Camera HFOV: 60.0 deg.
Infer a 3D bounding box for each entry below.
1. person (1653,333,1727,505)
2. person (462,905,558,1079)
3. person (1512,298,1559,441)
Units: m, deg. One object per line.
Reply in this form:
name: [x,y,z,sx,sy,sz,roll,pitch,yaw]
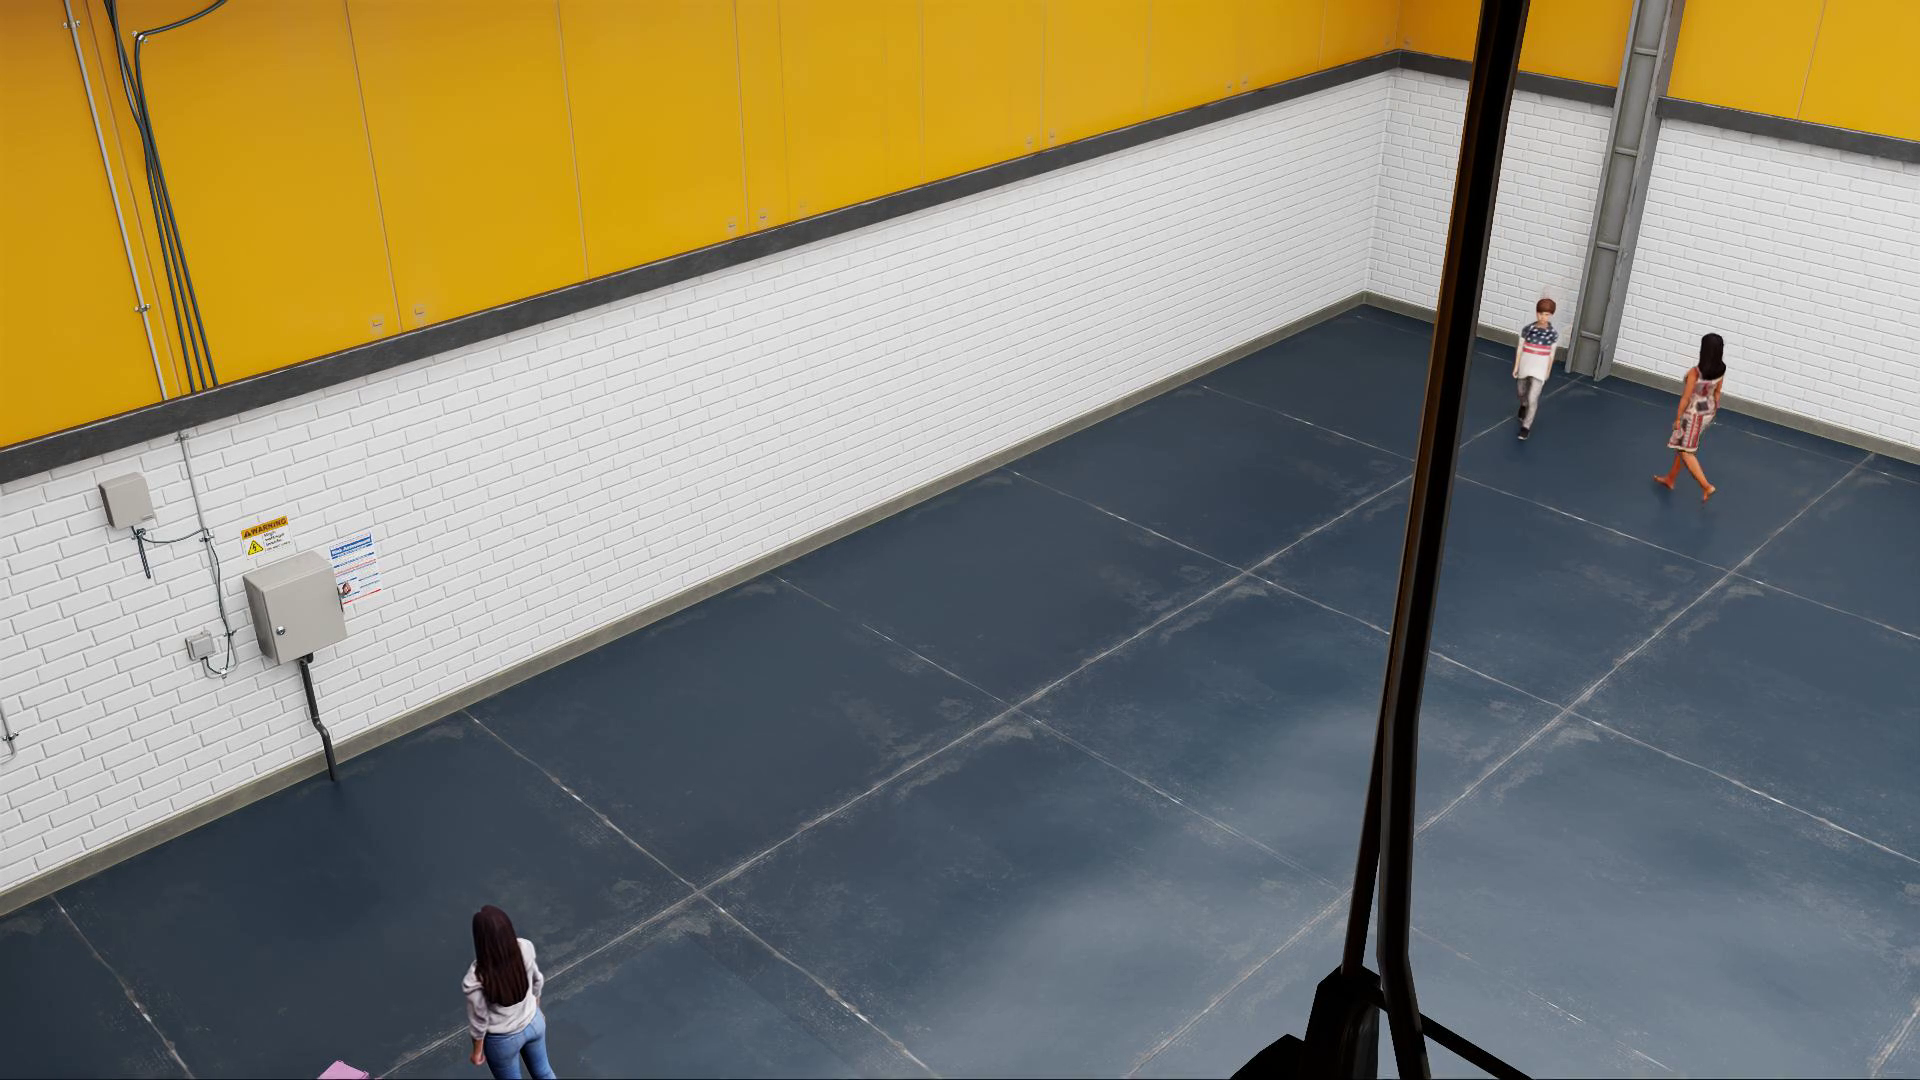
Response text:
person: [6.855,-1.108,15.385,0.859,1.625,1.094,-11,31,-20]
person: [-2.319,2.559,8.655,0.548,1.633,0.629,20,34,32]
person: [5.803,-1.777,16.831,0.930,1.416,0.727,16,33,27]
